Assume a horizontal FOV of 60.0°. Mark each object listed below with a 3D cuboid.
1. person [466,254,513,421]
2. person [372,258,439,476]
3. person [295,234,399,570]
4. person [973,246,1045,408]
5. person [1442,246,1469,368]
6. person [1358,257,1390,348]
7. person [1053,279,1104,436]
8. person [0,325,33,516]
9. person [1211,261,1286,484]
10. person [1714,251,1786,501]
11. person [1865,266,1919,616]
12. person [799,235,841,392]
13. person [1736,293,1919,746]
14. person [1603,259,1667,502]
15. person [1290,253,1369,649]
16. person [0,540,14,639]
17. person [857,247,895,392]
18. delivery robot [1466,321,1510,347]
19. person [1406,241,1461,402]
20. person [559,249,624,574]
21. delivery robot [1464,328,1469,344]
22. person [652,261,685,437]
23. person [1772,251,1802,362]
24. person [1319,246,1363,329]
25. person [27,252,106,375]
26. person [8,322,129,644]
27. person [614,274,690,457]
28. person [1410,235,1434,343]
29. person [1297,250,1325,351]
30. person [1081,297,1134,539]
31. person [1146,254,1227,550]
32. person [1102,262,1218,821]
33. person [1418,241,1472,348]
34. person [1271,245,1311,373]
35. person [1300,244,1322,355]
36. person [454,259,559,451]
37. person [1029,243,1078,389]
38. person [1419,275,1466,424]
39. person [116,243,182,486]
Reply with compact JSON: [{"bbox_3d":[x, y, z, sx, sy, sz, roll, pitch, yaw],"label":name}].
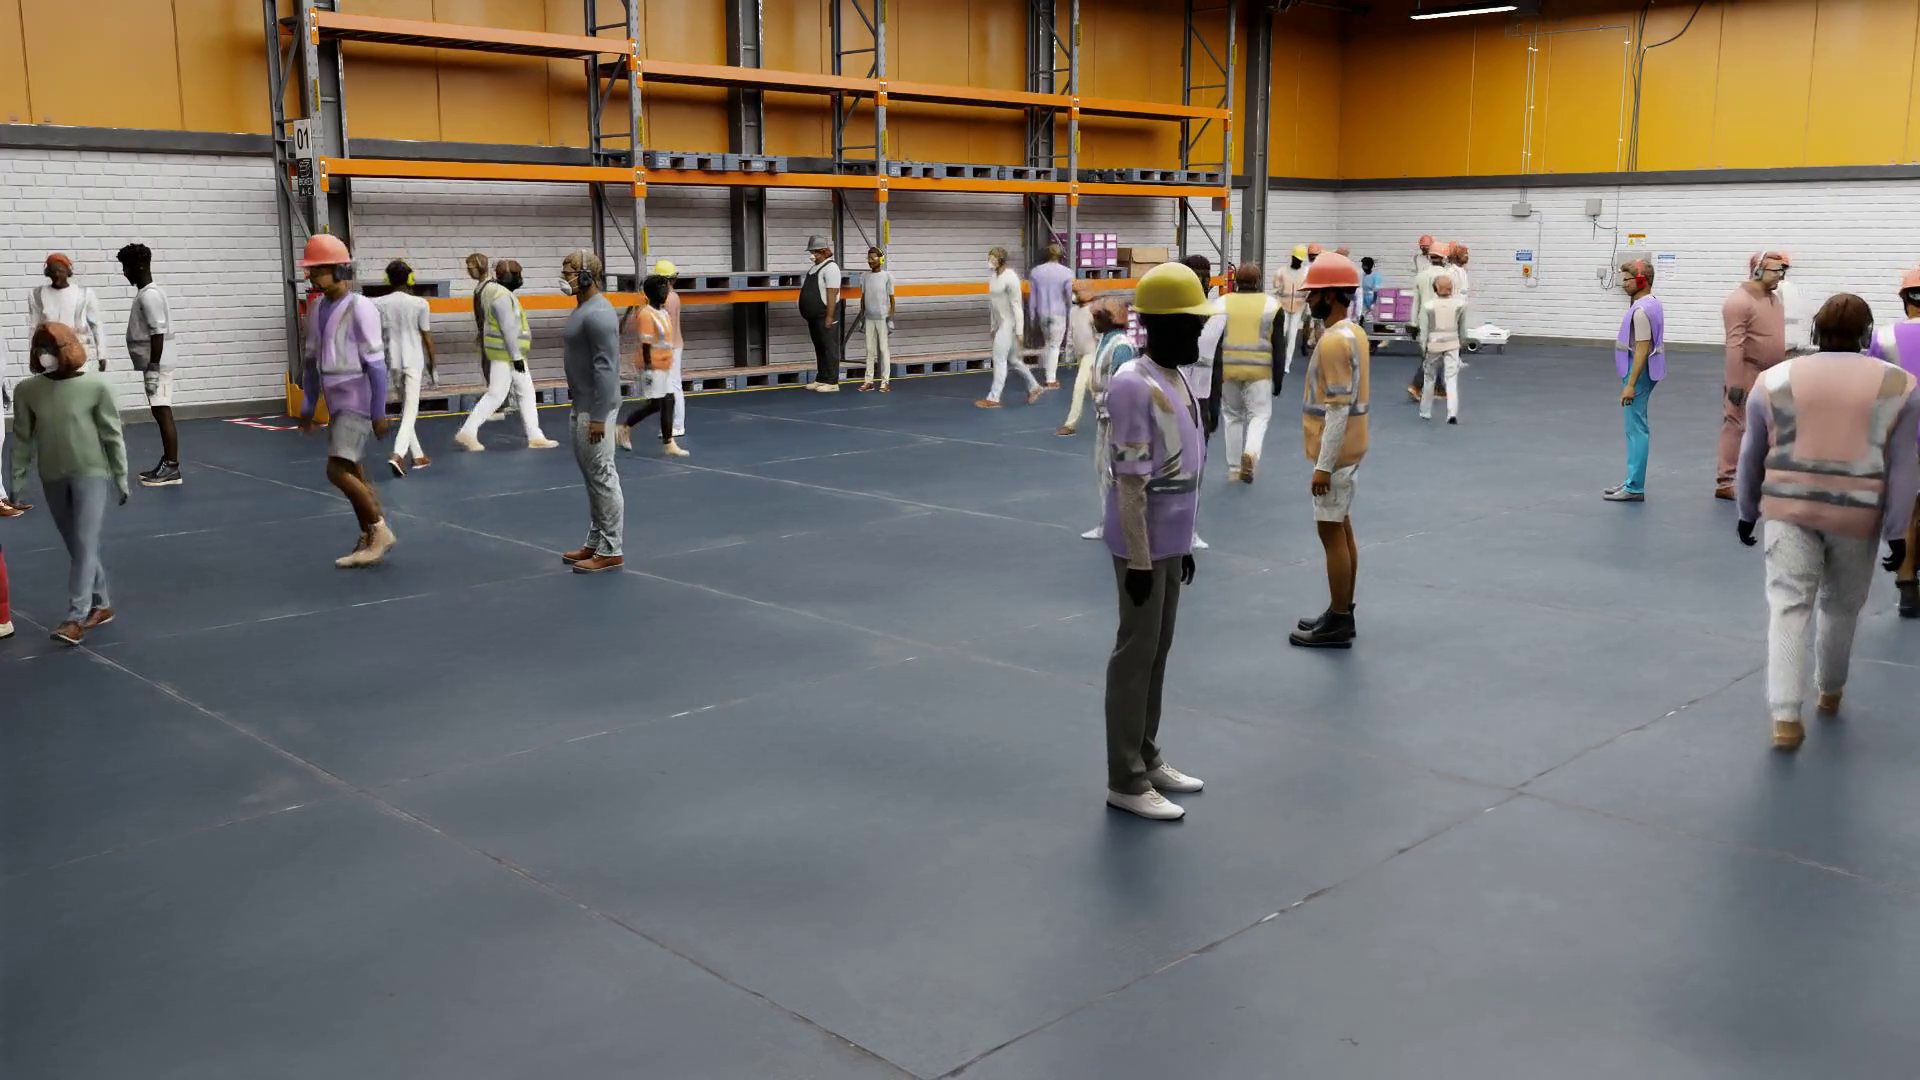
[{"bbox_3d":[-5.138,-2.221,18.251,0.487,1.822,0.631,-5,12,-25],"label":"person"},{"bbox_3d":[-4.738,-1.479,14.171,0.520,1.834,0.951,1,10,4],"label":"person"},{"bbox_3d":[-3.690,-0.806,9.990,0.617,2.028,0.478,10,14,43],"label":"person"},{"bbox_3d":[0.606,-2.505,19.623,0.868,1.909,0.658,-3,11,-18],"label":"person"},{"bbox_3d":[7.566,-3.578,25.531,0.561,1.866,0.582,8,13,36],"label":"person"},{"bbox_3d":[7.369,-4.254,29.835,0.888,1.643,0.538,-6,12,-30],"label":"person"},{"bbox_3d":[1.303,-1.862,16.958,0.877,1.584,0.507,-6,12,-31],"label":"person"},{"bbox_3d":[-7.013,-1.107,12.046,0.328,1.872,0.513,-3,11,-16],"label":"person"},{"bbox_3d":[2.299,-1.333,13.432,0.632,1.824,0.721,3,11,16],"label":"person"},{"bbox_3d":[6.089,-1.249,12.727,0.671,1.904,0.403,-7,13,-35],"label":"person"},{"bbox_3d":[5.252,-0.561,9.097,0.608,1.856,1.020,4,11,21],"label":"person"},{"bbox_3d":[-1.833,-2.952,21.644,0.535,2.000,0.681,-5,12,-27],"label":"person"},{"bbox_3d":[3.500,-0.098,6.765,0.649,1.791,0.952,6,12,28],"label":"person"},{"bbox_3d":[5.169,-1.208,12.678,0.390,1.840,0.565,5,11,25],"label":"person"},{"bbox_3d":[1.811,-0.434,8.191,0.373,1.934,0.551,4,11,21],"label":"person"},{"bbox_3d":[-4.988,-0.355,8.233,0.528,1.765,0.328,7,13,34],"label":"person"},{"bbox_3d":[-1.090,-2.856,21.581,0.517,1.874,0.328,5,12,26],"label":"person"},{"bbox_3d":[9.040,-3.503,28.447,0.707,0.478,0.477,4,11,20],"label":"delivery robot"},{"bbox_3d":[5.777,-2.662,20.313,0.989,1.956,0.612,-7,12,-34],"label":"person"},{"bbox_3d":[-2.228,-0.773,10.038,0.361,1.938,0.635,-4,11,-22],"label":"person"},{"bbox_3d":[8.477,-3.590,28.919,0.477,0.478,0.707,-9,14,-42],"label":"delivery robot"},{"bbox_3d":[-2.945,-1.918,16.756,0.315,1.767,0.535,-1,10,-5],"label":"person"},{"bbox_3d":[8.348,-1.994,16.913,0.605,1.872,1.006,-5,12,-26],"label":"person"},{"bbox_3d":[5.539,-3.344,24.238,0.647,1.871,0.812,3,11,16],"label":"person"},{"bbox_3d":[-8.285,-1.727,15.438,0.623,1.865,0.411,-2,11,-13],"label":"person"},{"bbox_3d":[-4.476,-0.283,8.313,0.512,1.590,0.783,0,10,0],"label":"person"},{"bbox_3d":[-2.817,-1.577,15.131,0.603,1.678,0.535,2,11,11],"label":"person"},{"bbox_3d":[8.715,-4.695,31.199,0.610,2.030,0.409,7,13,35],"label":"person"},{"bbox_3d":[6.393,-4.187,29.149,0.912,1.769,0.606,-3,11,-13],"label":"person"},{"bbox_3d":[1.092,-0.823,11.167,0.575,1.616,0.538,-2,11,-13],"label":"person"},{"bbox_3d":[1.423,-0.892,10.786,0.609,1.901,0.498,-5,12,-25],"label":"person"},{"bbox_3d":[0.701,-0.001,5.856,0.373,1.928,0.584,4,11,22],"label":"person"},{"bbox_3d":[8.765,-4.340,29.530,1.068,1.931,0.623,-1,10,-5],"label":"person"},{"bbox_3d":[4.863,-3.379,24.407,0.634,1.885,0.464,2,11,8],"label":"person"},{"bbox_3d":[5.870,-3.973,27.656,0.559,1.893,1.030,1,10,6],"label":"person"},{"bbox_3d":[-4.315,-1.726,15.612,0.903,1.809,0.626,-1,10,-8],"label":"person"},{"bbox_3d":[1.286,-2.961,22.039,0.647,1.910,0.768,6,12,29],"label":"person"},{"bbox_3d":[5.243,-2.071,18.050,0.513,1.596,0.858,1,10,5],"label":"person"},{"bbox_3d":[-6.569,-1.421,13.515,0.388,1.958,0.601,-5,11,-24],"label":"person"}]
